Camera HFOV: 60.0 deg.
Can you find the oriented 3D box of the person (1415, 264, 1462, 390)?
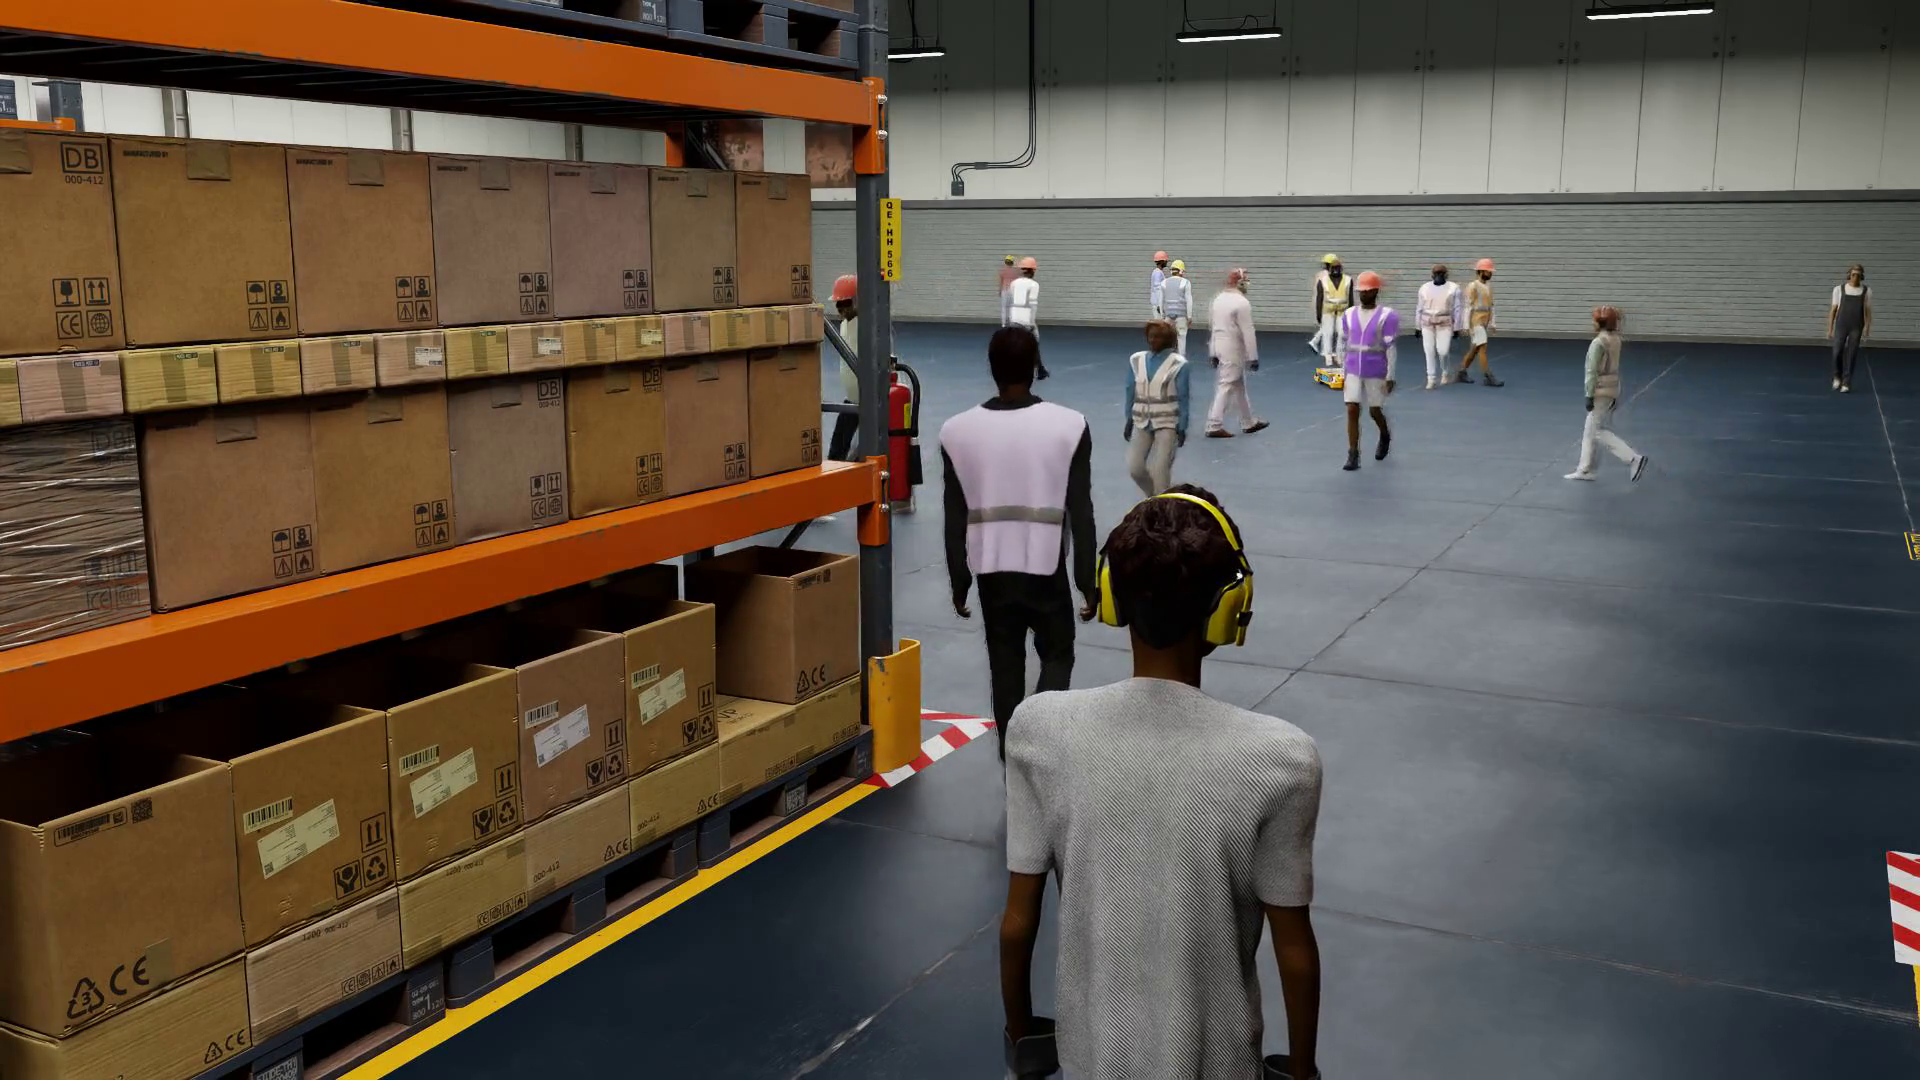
[{"bbox_3d":[6.948,-3.102,24.239,0.638,1.828,0.443,6,12,30],"label":"person"}]

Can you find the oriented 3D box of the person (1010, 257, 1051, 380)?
[{"bbox_3d":[1.060,-3.397,25.682,0.557,1.890,0.959,8,13,37],"label":"person"}]

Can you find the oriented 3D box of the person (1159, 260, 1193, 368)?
[{"bbox_3d":[3.663,-3.810,28.119,0.588,1.823,0.403,6,12,30],"label":"person"}]

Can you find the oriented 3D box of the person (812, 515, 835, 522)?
[{"bbox_3d":[-1.409,-0.938,12.772,0.860,1.710,0.493,-4,11,-19],"label":"person"}]

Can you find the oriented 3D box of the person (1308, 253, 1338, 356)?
[{"bbox_3d":[6.803,-4.362,30.889,0.450,1.909,0.603,-1,10,-6],"label":"person"}]

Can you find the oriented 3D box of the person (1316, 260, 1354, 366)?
[{"bbox_3d":[6.416,-3.876,28.481,0.654,1.821,0.561,1,10,5],"label":"person"}]

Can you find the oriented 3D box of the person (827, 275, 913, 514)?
[{"bbox_3d":[-0.834,-1.123,13.173,1.077,1.921,0.628,-6,12,-30],"label":"person"}]

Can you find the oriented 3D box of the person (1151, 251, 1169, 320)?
[{"bbox_3d":[3.811,-4.537,31.754,0.343,1.942,0.548,1,10,6],"label":"person"}]

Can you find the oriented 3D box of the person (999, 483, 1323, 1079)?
[{"bbox_3d":[0.314,0.841,2.626,0.534,1.869,0.315,4,11,20],"label":"person"}]

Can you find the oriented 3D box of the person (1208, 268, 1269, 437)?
[{"bbox_3d":[3.157,-2.077,18.548,0.933,1.865,0.673,-3,11,-17],"label":"person"}]

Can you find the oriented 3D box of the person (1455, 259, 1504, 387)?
[{"bbox_3d":[7.819,-3.260,24.941,0.559,1.897,0.904,-9,14,-41],"label":"person"}]

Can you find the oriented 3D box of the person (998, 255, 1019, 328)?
[{"bbox_3d":[1.189,-6.013,40.280,0.530,1.767,0.328,2,11,13],"label":"person"}]

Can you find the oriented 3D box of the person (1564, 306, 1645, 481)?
[{"bbox_3d":[5.861,-1.303,15.027,0.670,1.616,0.515,8,13,39],"label":"person"}]

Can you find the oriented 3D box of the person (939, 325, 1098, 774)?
[{"bbox_3d":[0.227,0.127,6.436,0.621,1.897,0.460,1,10,8],"label":"person"}]

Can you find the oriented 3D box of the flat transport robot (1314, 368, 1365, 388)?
[{"bbox_3d":[5.741,-2.419,24.765,0.652,0.197,1.431,0,10,1],"label":"flat transport robot"}]

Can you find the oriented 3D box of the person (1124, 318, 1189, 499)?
[{"bbox_3d":[1.485,-0.849,12.477,0.530,1.626,0.437,7,13,34],"label":"person"}]

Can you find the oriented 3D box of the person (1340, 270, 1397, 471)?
[{"bbox_3d":[3.956,-1.644,16.068,0.548,1.916,0.796,7,12,33],"label":"person"}]

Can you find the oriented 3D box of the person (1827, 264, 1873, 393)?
[{"bbox_3d":[12.666,-3.004,23.691,0.547,1.833,0.399,5,12,25],"label":"person"}]
